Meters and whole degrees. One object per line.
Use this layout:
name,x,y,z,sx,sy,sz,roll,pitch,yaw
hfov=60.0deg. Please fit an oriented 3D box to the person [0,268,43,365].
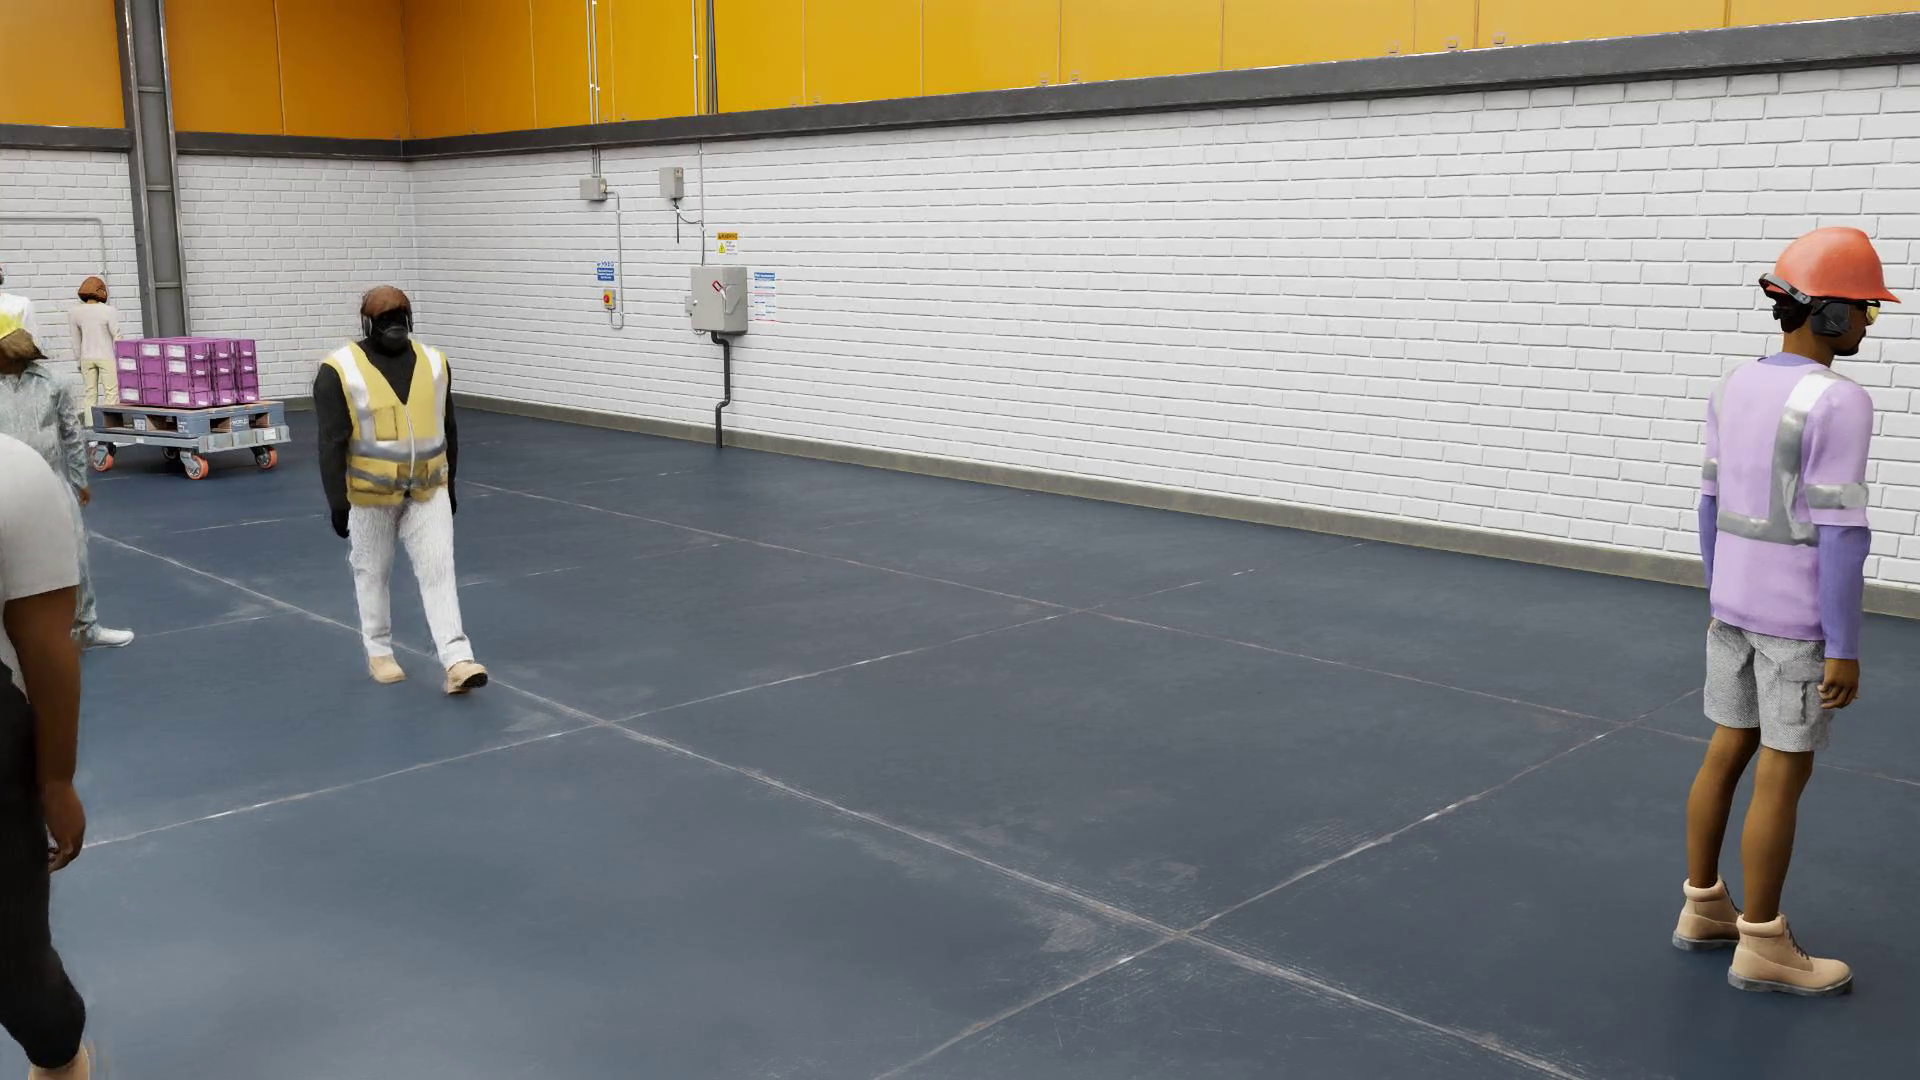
person,-7.194,-1.177,12.434,0.620,1.861,0.696,-5,12,-27

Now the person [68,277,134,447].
person,-8.232,-1.699,15.919,0.498,1.633,0.280,1,10,3

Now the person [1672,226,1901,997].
person,2.241,0.191,4.493,0.394,2.042,0.611,-1,10,-6

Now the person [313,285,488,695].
person,-2.445,-0.199,7.280,0.658,1.794,0.938,-8,13,-38

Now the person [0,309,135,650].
person,-4.303,-0.241,7.797,0.651,1.702,0.433,-9,14,-42
